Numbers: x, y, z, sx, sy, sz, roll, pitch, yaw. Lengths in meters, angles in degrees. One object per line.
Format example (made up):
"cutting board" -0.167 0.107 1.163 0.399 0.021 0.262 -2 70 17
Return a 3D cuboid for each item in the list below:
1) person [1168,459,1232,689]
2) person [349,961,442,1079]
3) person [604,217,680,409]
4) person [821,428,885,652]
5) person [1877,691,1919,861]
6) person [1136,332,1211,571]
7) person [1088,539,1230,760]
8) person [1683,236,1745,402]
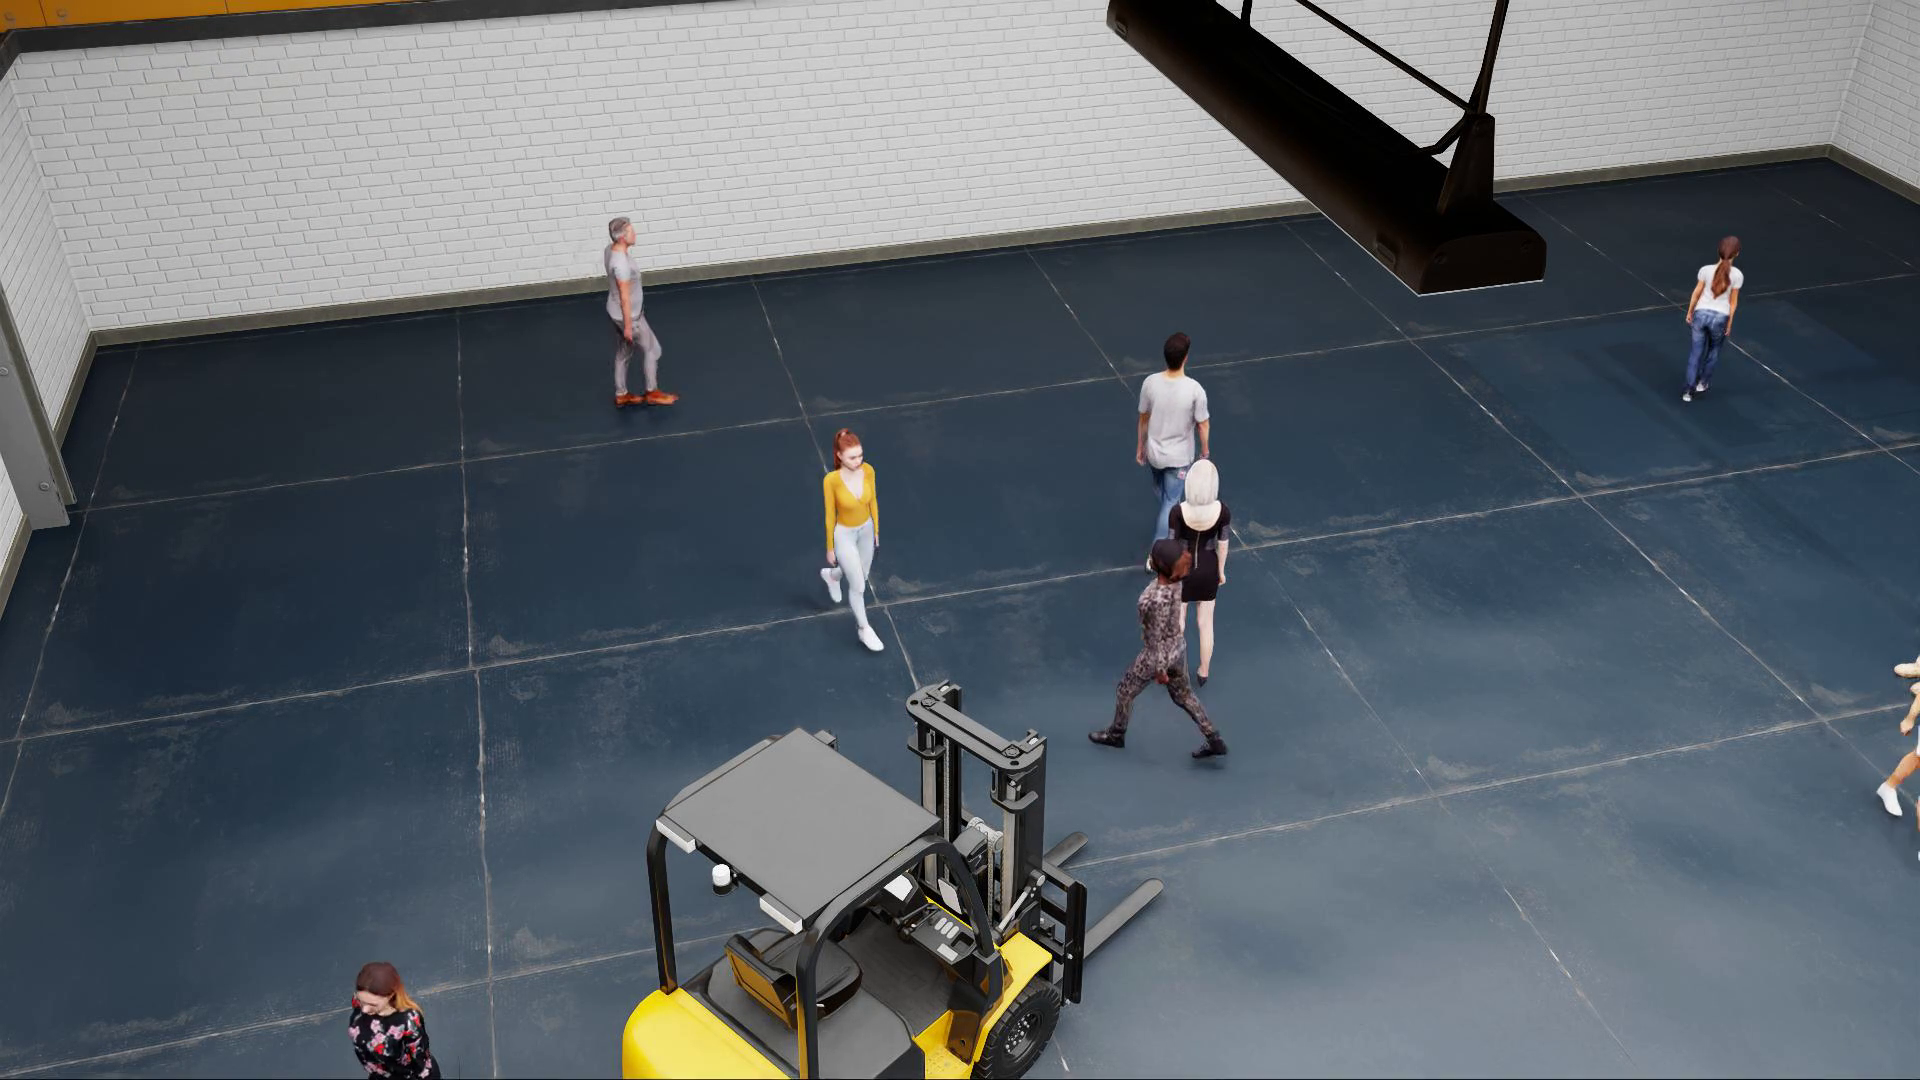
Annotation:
"person" 1.589 0.245 11.309 0.622 1.829 0.549 -3 34 -5
"person" -2.629 2.524 8.032 0.802 1.661 0.862 21 39 28
"person" -3.031 -1.971 14.659 0.810 1.811 0.763 -14 36 -21
"person" -0.821 -0.040 11.825 0.825 1.732 1.087 -23 40 -30
"person" 6.004 1.073 10.187 0.804 1.693 1.151 0 34 1
"person" 1.559 -0.630 12.611 1.159 1.844 1.228 17 37 24
"person" 1.387 0.759 10.680 1.090 1.669 1.142 12 36 18
"person" 6.704 -1.955 14.869 0.715 1.551 0.776 17 37 23
